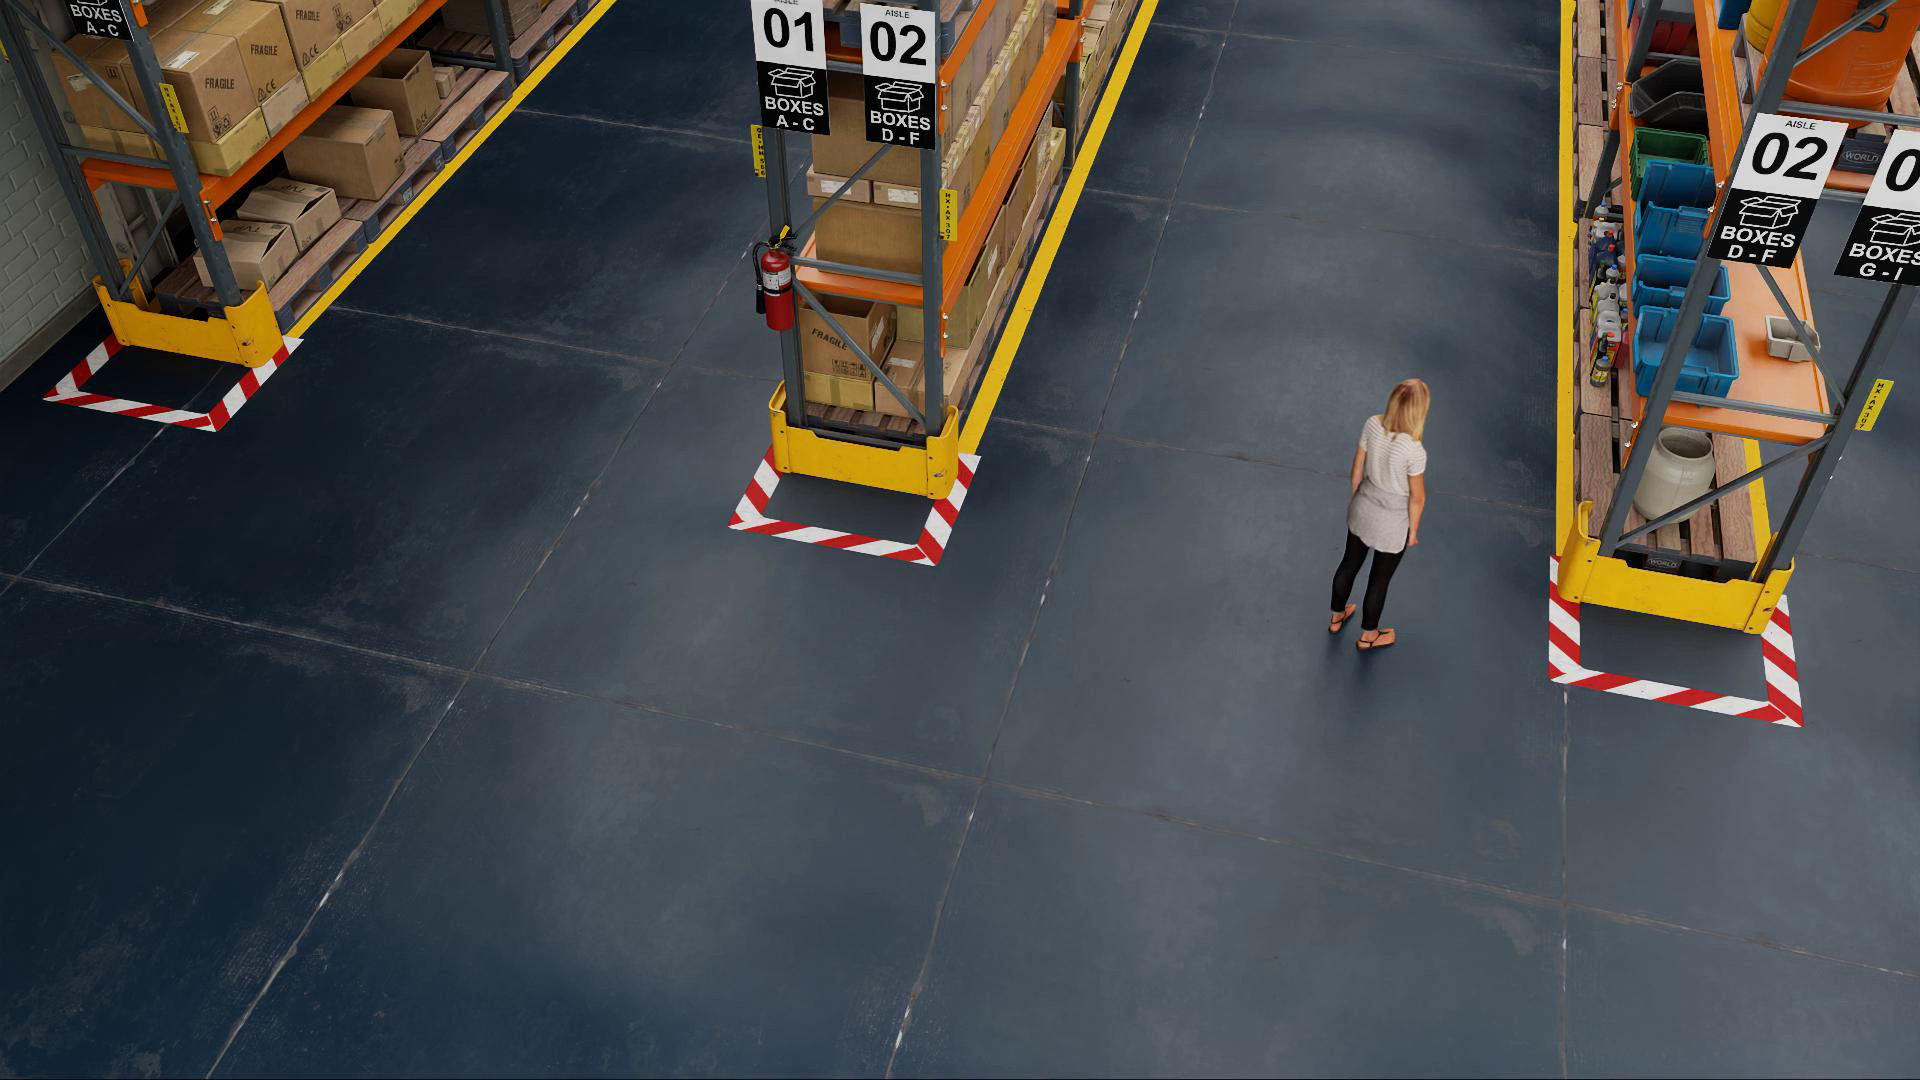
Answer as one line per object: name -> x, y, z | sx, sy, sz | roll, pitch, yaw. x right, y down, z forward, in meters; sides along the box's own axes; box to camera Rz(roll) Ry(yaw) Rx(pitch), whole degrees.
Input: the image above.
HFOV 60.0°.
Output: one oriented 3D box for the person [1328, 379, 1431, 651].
person -> 2.282, -0.126, 9.039 | 0.701, 1.827, 0.681 | -31, 51, -29
